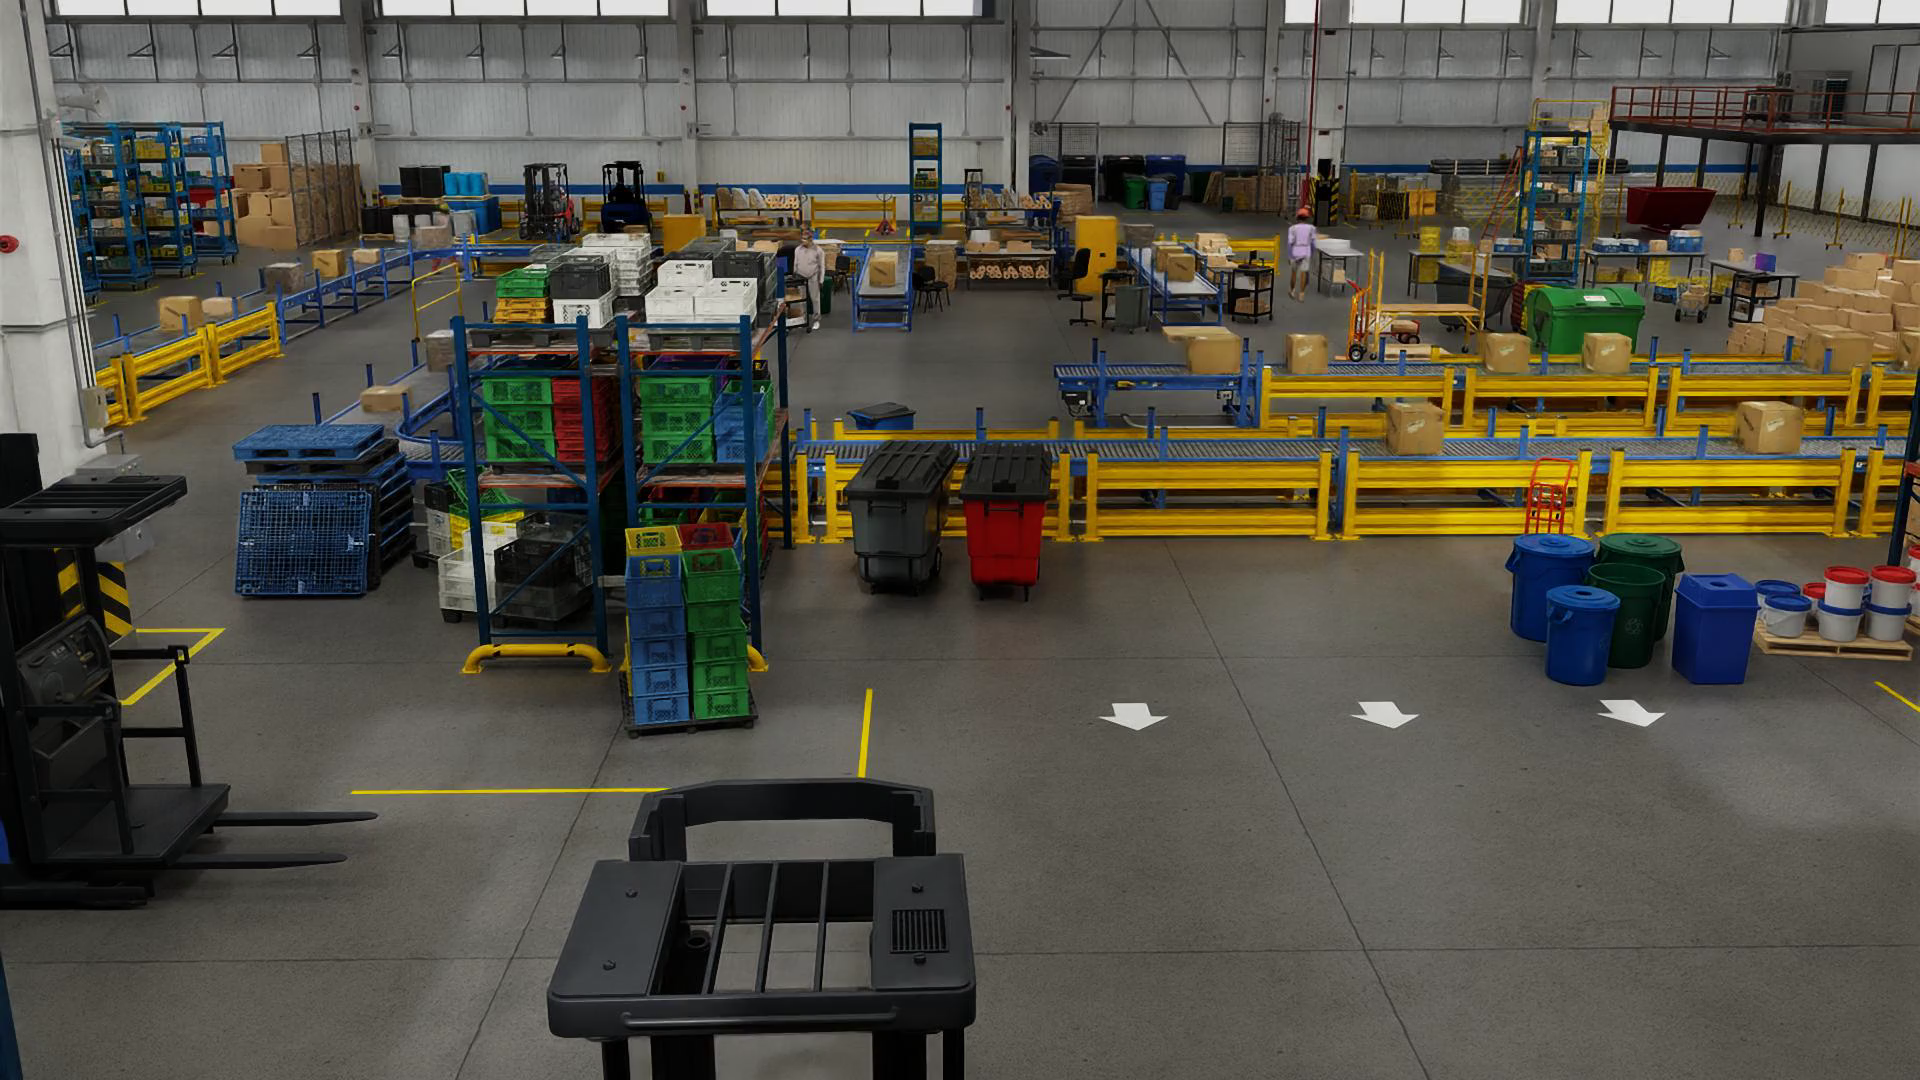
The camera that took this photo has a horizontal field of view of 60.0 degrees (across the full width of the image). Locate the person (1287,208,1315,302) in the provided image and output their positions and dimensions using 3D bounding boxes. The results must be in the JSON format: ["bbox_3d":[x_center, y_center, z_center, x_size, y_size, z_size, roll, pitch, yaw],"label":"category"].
[{"bbox_3d":[7.420,-6.229,36.305,0.612,1.985,1.049,1,16,3],"label":"person"}]

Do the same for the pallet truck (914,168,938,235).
[{"bbox_3d":[-0.989,-10.316,50.507,0.823,1.965,1.885,1,16,3],"label":"pallet truck"}]

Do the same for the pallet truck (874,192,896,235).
[{"bbox_3d":[-2.277,-9.986,50.594,0.653,1.274,1.630,0,16,-1],"label":"pallet truck"}]

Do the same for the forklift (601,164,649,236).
[{"bbox_3d":[-9.948,-10.127,49.296,1.157,1.987,2.680,-1,16,-3],"label":"forklift"}]

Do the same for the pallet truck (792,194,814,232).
[{"bbox_3d":[-4.814,-9.883,50.259,0.704,1.261,1.522,-1,16,-3],"label":"pallet truck"}]

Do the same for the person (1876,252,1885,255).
[{"bbox_3d":[16.143,-4.142,29.259,0.995,1.884,0.558,4,16,13],"label":"person"}]

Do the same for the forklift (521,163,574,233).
[{"bbox_3d":[-12.233,-10.122,49.298,1.157,1.987,2.680,0,16,-1],"label":"forklift"}]

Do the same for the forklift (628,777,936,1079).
[{"bbox_3d":[-0.542,2.165,5.552,1.129,2.768,1.873,-1,16,-2],"label":"forklift"}]

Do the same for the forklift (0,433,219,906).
[{"bbox_3d":[-5.952,0.780,10.366,1.873,2.768,1.129,0,16,-1],"label":"forklift"}]

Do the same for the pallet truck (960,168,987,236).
[{"bbox_3d":[0.383,-10.230,50.206,0.823,1.965,1.885,-1,16,-3],"label":"pallet truck"}]

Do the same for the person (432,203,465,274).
[{"bbox_3d":[-12.650,-7.413,40.919,0.928,1.716,0.545,-9,18,-28],"label":"person"}]

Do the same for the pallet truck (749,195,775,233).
[{"bbox_3d":[-6.051,-9.967,50.660,0.680,1.201,1.601,0,16,-1],"label":"pallet truck"}]

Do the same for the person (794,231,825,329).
[{"bbox_3d":[-2.950,-5.059,32.401,0.642,1.905,0.399,6,17,19],"label":"person"}]
